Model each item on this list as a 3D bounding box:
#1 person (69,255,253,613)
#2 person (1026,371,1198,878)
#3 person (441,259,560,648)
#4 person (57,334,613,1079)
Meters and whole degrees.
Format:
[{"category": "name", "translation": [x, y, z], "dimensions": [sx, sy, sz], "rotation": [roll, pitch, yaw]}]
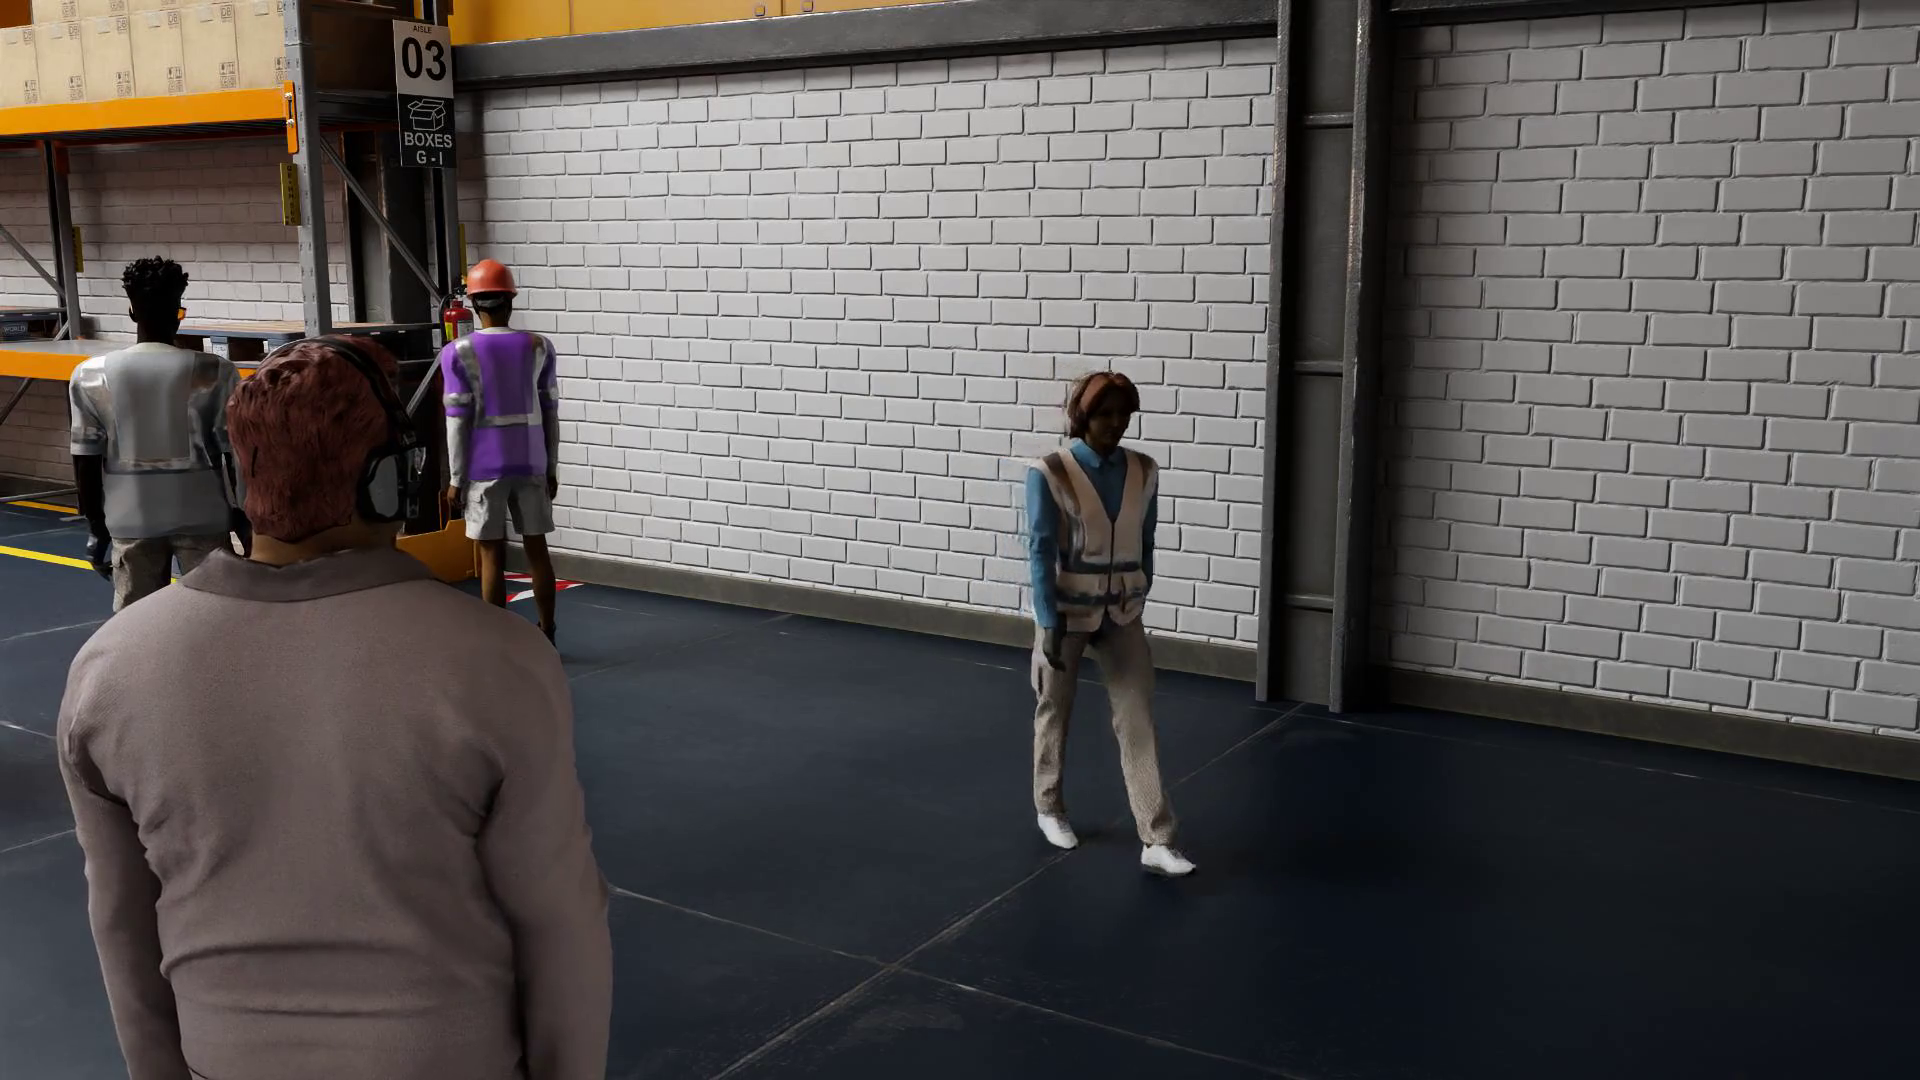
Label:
[{"category": "person", "translation": [-2.953, -0.071, 6.228], "dimensions": [0.614, 1.963, 0.362], "rotation": [-3, 11, -14]}, {"category": "person", "translation": [0.459, 0.278, 5.297], "dimensions": [0.513, 1.602, 0.821], "rotation": [-4, 11, -23]}, {"category": "person", "translation": [-2.154, -0.342, 7.834], "dimensions": [0.542, 1.931, 0.375], "rotation": [-6, 12, -31]}, {"category": "person", "translation": [-0.752, 0.695, 2.149], "dimensions": [0.643, 1.909, 0.410], "rotation": [1, 10, 4]}]
